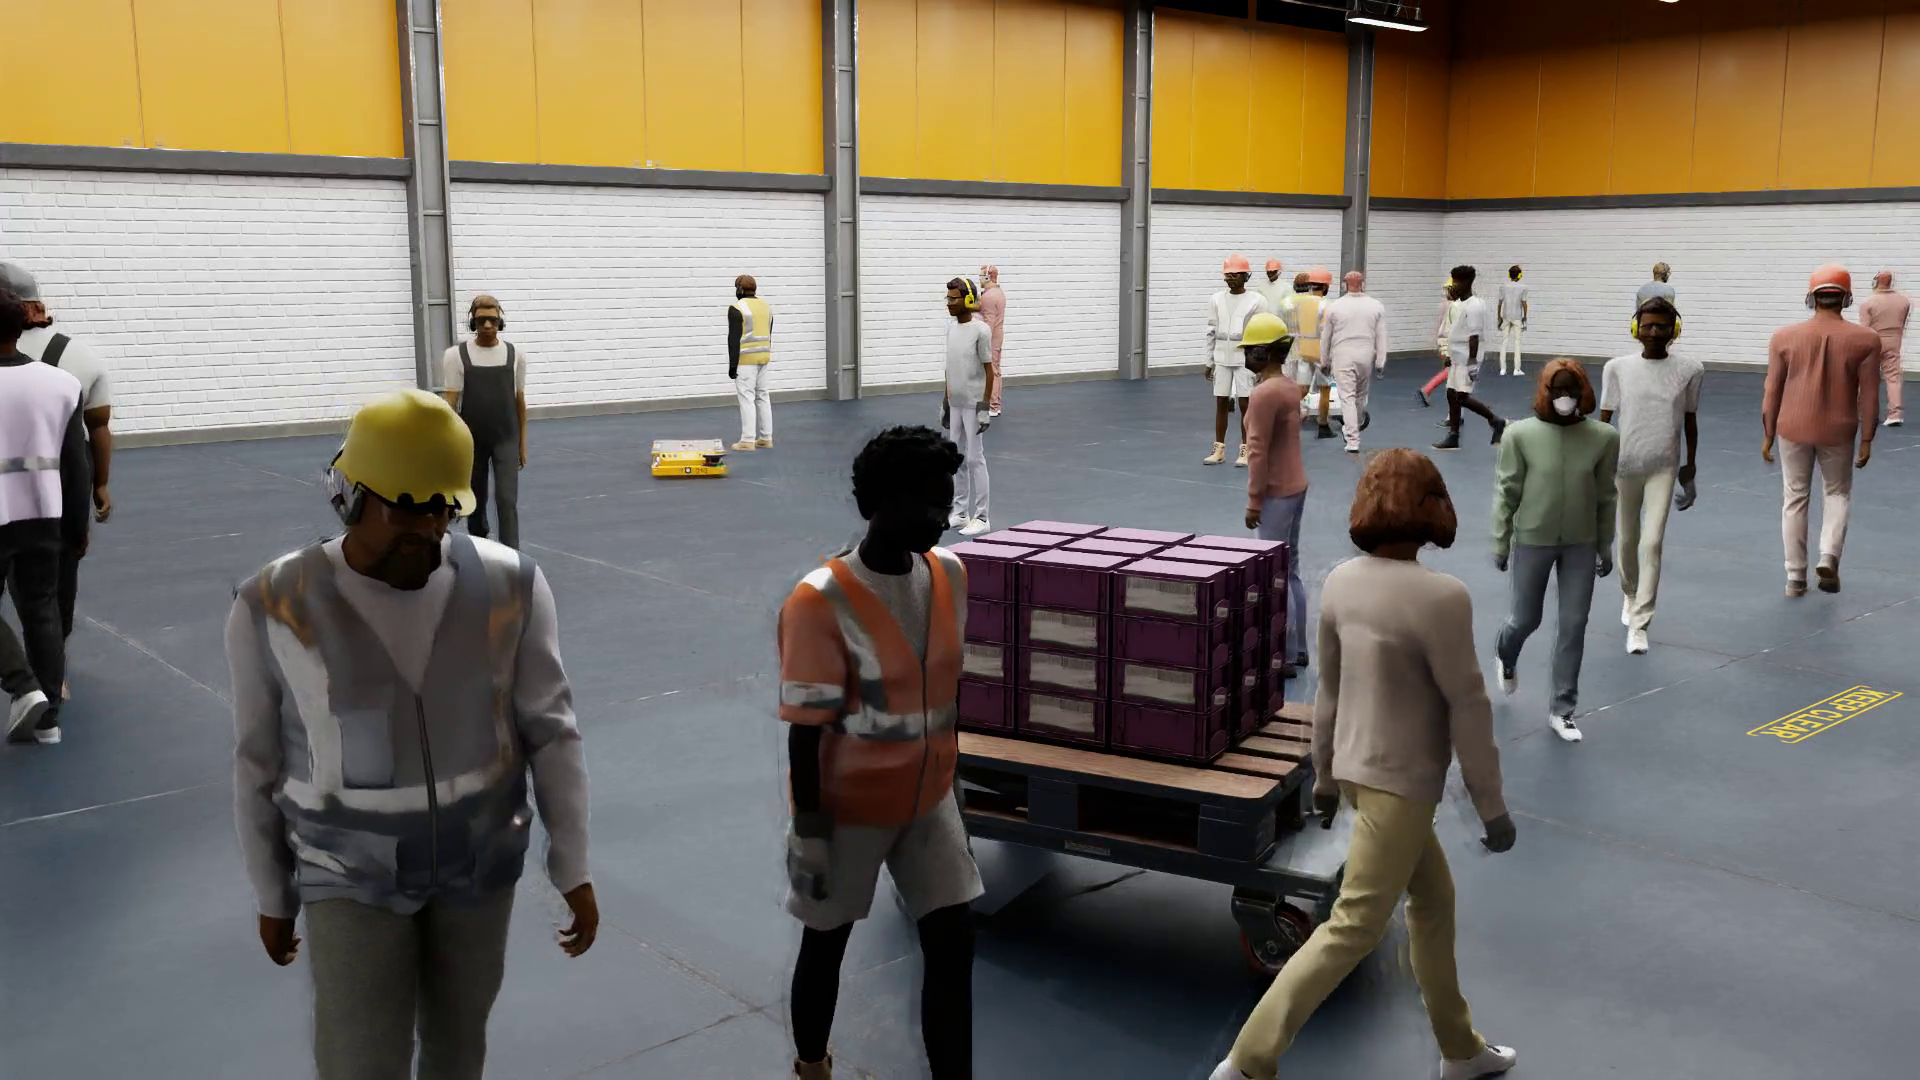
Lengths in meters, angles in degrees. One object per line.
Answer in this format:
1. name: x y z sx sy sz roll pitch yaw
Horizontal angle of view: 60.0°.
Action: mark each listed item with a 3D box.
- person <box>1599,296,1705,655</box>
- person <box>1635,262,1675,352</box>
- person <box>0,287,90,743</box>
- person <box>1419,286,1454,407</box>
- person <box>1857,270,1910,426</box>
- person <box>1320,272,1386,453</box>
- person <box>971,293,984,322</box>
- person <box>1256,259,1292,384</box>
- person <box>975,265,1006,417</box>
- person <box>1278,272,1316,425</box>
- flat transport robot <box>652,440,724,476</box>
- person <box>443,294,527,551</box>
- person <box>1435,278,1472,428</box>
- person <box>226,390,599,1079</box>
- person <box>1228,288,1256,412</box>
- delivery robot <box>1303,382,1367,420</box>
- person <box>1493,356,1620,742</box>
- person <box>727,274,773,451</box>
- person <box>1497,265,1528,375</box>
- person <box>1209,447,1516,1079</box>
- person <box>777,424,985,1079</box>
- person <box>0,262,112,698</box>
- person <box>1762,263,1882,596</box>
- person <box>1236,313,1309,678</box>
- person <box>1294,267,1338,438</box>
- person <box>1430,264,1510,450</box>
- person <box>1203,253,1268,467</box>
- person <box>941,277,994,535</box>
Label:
1. person: 3.610 -0.378 8.793 0.535 1.829 0.964 4 11 24
2. person: 9.623 -2.868 23.032 0.352 1.936 0.635 -4 11 -23
3. person: -3.873 -0.079 6.815 0.465 1.899 0.612 9 13 43
4. person: 6.556 -2.638 22.271 0.775 1.737 0.526 -1 10 -3
5. person: 11.054 -2.307 20.008 0.635 1.853 1.020 0 10 0
6. person: 4.082 -1.869 17.435 0.646 1.846 0.996 -1 10 -4
7. person: 0.096 -2.104 19.468 0.491 1.617 0.525 -6 11 -30
8. person: 4.865 -3.397 25.999 0.650 1.977 0.476 7 12 34
9. person: 0.358 -2.504 20.994 0.409 1.907 0.648 2 10 11
10. person: 4.076 -2.271 19.850 0.634 1.826 0.443 0 10 1
11. flat transport robot: -2.574 -0.793 15.757 0.652 0.197 1.431 -1 10 -9
12. person: -2.925 -0.617 10.281 0.526 1.810 0.966 -4 10 -20
13. person: 5.834 -2.231 19.597 0.404 1.837 0.590 5 11 28
14. person: -0.959 0.628 3.015 0.587 1.782 0.816 -6 11 -30
15. person: 3.616 -2.378 21.086 0.517 1.625 0.439 4 11 23
16. delivery robot: 4.368 -1.605 19.404 0.707 0.478 0.477 0 10 2
17. person: 2.533 0.010 7.145 0.502 1.611 0.630 1 10 4
18. person: -2.207 -1.853 17.424 0.432 1.836 0.632 6 12 32
19. person: 9.396 -3.732 28.306 0.513 1.867 0.331 7 12 34
20. person: 0.961 0.577 3.907 0.855 1.589 0.530 -3 10 -15
21. person: -0.117 0.588 3.578 0.578 1.653 0.786 -9 13 -41
22. person: -4.404 -0.315 7.783 1.008 2.000 0.695 8 13 40
23. person: 5.073 -0.637 9.840 0.615 1.981 0.473 5 11 28
24. person: 1.511 -0.216 8.080 0.409 1.750 0.530 5 11 27
25. person: 3.857 -2.042 18.284 0.823 1.912 0.551 -7 12 -37
26. person: 5.292 -1.871 17.178 0.694 1.940 0.615 1 10 4
27. person: 2.635 -1.717 15.985 0.605 2.045 0.382 6 11 31
28. person: 0.039 -0.965 12.117 0.311 1.859 0.530 -7 12 -36
